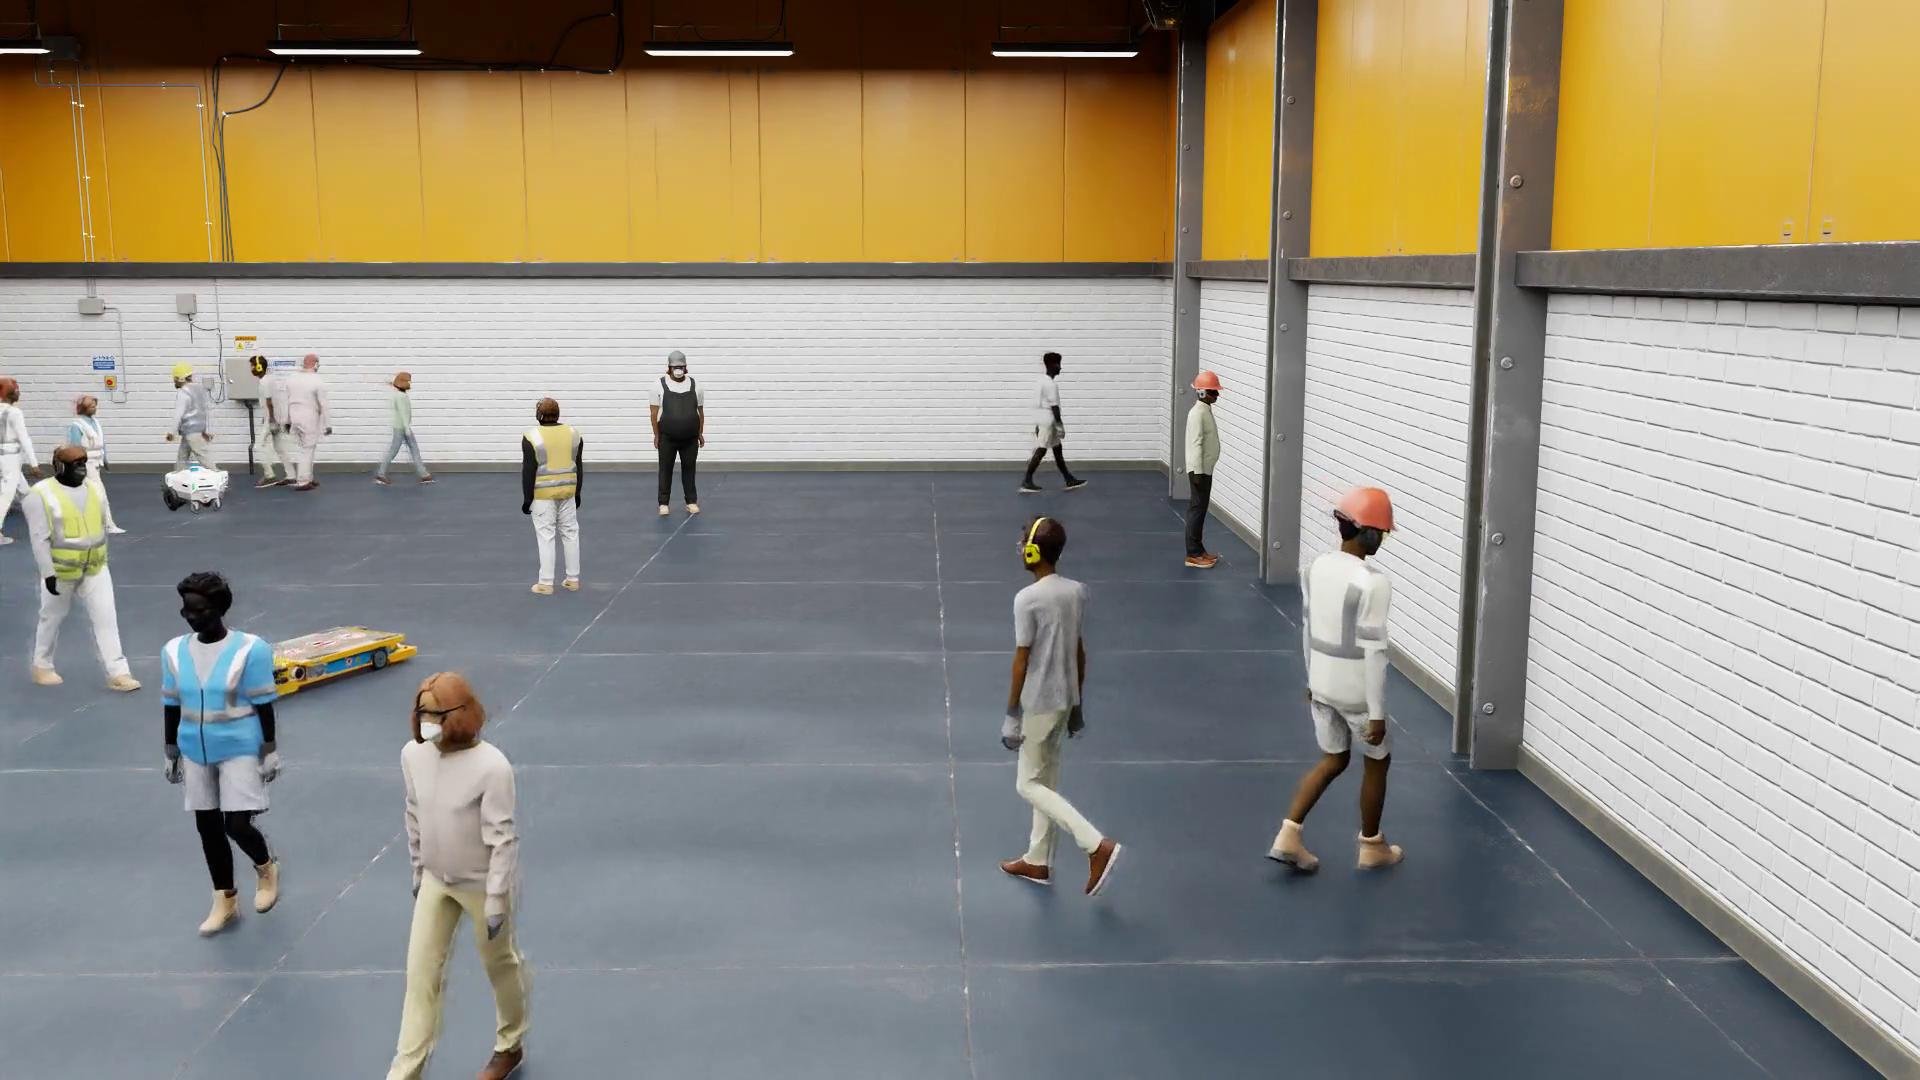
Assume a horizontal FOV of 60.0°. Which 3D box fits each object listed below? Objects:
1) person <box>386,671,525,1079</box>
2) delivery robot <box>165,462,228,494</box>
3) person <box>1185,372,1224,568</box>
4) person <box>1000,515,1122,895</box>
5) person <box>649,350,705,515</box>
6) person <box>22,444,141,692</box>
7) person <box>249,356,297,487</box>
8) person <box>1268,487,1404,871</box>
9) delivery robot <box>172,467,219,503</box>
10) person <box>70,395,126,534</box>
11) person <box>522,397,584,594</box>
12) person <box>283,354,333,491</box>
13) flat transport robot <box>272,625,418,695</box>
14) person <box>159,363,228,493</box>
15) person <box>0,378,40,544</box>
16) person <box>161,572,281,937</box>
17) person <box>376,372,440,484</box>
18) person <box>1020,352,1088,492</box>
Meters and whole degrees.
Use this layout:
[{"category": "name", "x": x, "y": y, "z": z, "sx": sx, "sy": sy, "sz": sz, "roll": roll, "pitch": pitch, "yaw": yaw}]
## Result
[{"category": "person", "x": -1.845, "y": 1.274, "z": 5.936, "sx": 0.526, "sy": 1.593, "sz": 0.802, "roll": 4, "pitch": 10, "yaw": 22}, {"category": "delivery robot", "x": -9.799, "y": -0.765, "z": 21.370, "sx": 0.707, "sy": 0.478, "sz": 0.477, "roll": -2, "pitch": 9, "yaw": -15}, {"category": "person", "x": 2.492, "y": -0.725, "z": 17.009, "sx": 0.388, "sy": 1.992, "sz": 0.625, "roll": 3, "pitch": 10, "yaw": 17}, {"category": "person", "x": 0.468, "y": 0.809, "z": 8.032, "sx": 0.670, "sy": 1.855, "sz": 0.522, "roll": 7, "pitch": 12, "yaw": 37}, {"category": "person", "x": -3.469, "y": -1.328, "z": 20.569, "sx": 0.676, "sy": 2.000, "sz": 0.536, "roll": -4, "pitch": 10, "yaw": -21}, {"category": "person", "x": -6.403, "y": 0.199, "z": 11.985, "sx": 0.969, "sy": 1.798, "sz": 0.626, "roll": 6, "pitch": 11, "yaw": 32}, {"category": "person", "x": -9.611, "y": -1.639, "z": 23.128, "sx": 0.667, "sy": 1.825, "sz": 0.571, "roll": -2, "pitch": 9, "yaw": -12}, {"category": "person", "x": 1.939, "y": 0.714, "z": 8.232, "sx": 0.784, "sy": 1.984, "sz": 0.658, "roll": -5, "pitch": 10, "yaw": -27}, {"category": "delivery robot", "x": -9.573, "y": -0.675, "z": 20.818, "sx": 0.477, "sy": 0.478, "sz": 0.707, "roll": -9, "pitch": 13, "yaw": -44}, {"category": "person", "x": -10.030, "y": -0.863, "z": 19.053, "sx": 0.806, "sy": 1.601, "sz": 0.520, "roll": 0, "pitch": 9, "yaw": 2}, {"category": "person", "x": -3.823, "y": -0.414, "z": 15.572, "sx": 0.619, "sy": 1.845, "sz": 0.430, "roll": -8, "pitch": 12, "yaw": -41}, {"category": "person", "x": -8.921, "y": -1.616, "z": 22.862, "sx": 0.670, "sy": 1.865, "sz": 0.678, "roll": 4, "pitch": 10, "yaw": 23}, {"category": "flat transport robot", "x": -4.811, "y": 0.882, "z": 12.431, "sx": 0.652, "sy": 0.197, "sz": 1.431, "roll": 4, "pitch": 10, "yaw": 24}, {"category": "person", "x": -10.330, "y": -1.489, "z": 22.364, "sx": 0.908, "sy": 1.783, "sz": 0.573, "roll": -2, "pitch": 9, "yaw": -11}, {"category": "person", "x": -10.505, "y": -0.886, "z": 18.515, "sx": 0.590, "sy": 1.828, "sz": 0.962, "roll": 7, "pitch": 11, "yaw": 35}, {"category": "person", "x": -3.372, "y": 0.969, "z": 7.570, "sx": 0.545, "sy": 1.680, "sz": 0.375, "roll": 1, "pitch": 9, "yaw": 8}, {"category": "person", "x": -7.864, "y": -1.575, "z": 23.465, "sx": 0.865, "sy": 1.591, "sz": 0.518, "roll": -2, "pitch": 9, "yaw": -10}, {"category": "person", "x": 1.264, "y": -1.603, "z": 22.659, "sx": 0.980, "sy": 1.910, "sz": 0.614, "roll": -1, "pitch": 9, "yaw": -6}]
